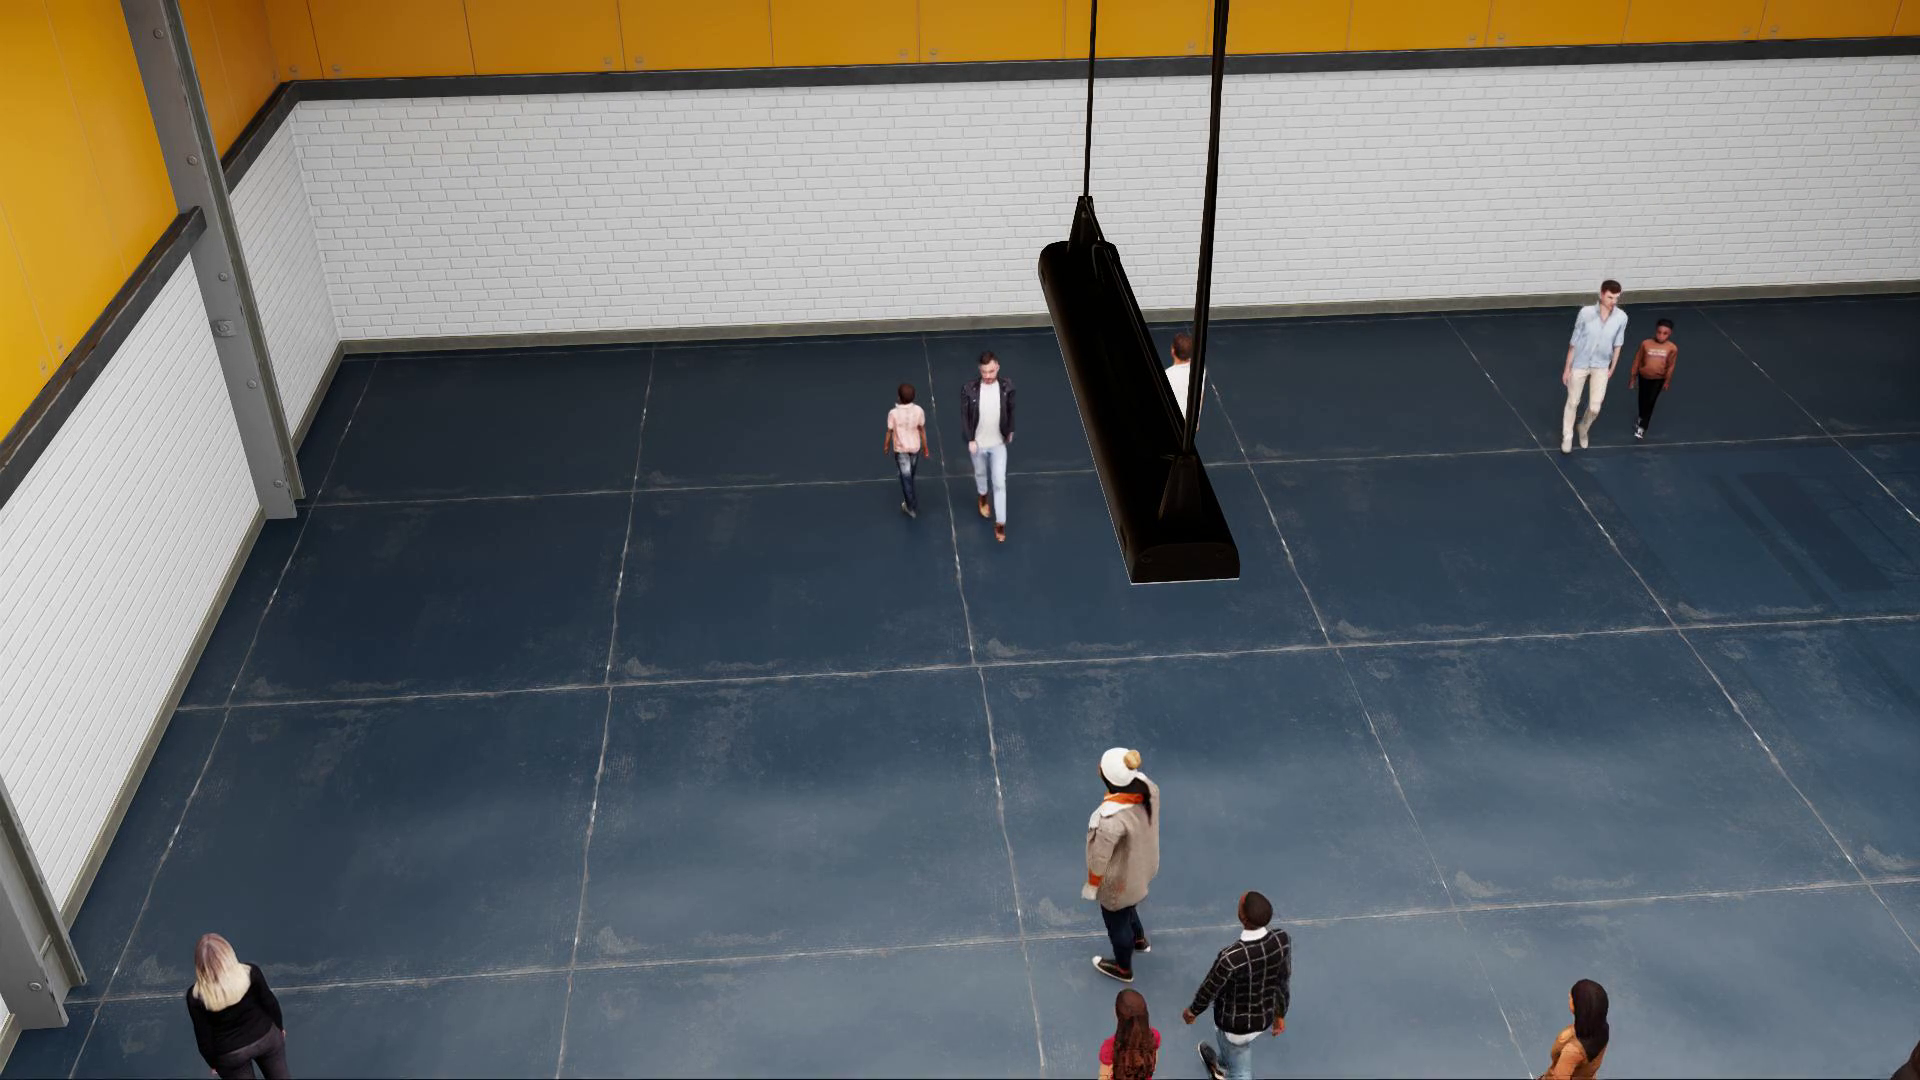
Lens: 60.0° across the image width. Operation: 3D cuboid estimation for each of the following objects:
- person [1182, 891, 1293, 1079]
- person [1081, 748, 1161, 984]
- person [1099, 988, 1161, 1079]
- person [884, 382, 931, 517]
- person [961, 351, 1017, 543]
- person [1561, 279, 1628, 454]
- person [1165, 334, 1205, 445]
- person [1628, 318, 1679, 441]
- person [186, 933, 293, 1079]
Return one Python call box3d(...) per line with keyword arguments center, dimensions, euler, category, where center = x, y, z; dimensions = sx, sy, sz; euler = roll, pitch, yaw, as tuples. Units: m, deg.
box3d(center=(1.667, 2.785, 9.444), dimensions=(0.935, 1.787, 1.122), euler=(-18, 38, -25), category="person")
box3d(center=(1.110, 2.062, 10.448), dimensions=(0.891, 1.880, 0.801), euler=(17, 37, 24), category="person")
box3d(center=(0.940, 3.116, 9.164), dimensions=(0.618, 1.546, 0.706), euler=(-9, 35, -14), category="person")
box3d(center=(-0.472, -0.819, 15.331), dimensions=(0.699, 1.273, 0.946), euler=(-13, 36, -18), category="person")
box3d(center=(0.230, -0.937, 15.035), dimensions=(0.666, 1.797, 1.156), euler=(-3, 34, -5), category="person")
box3d(center=(6.125, -1.729, 16.193), dimensions=(0.755, 1.834, 0.769), euler=(10, 35, 14), category="person")
box3d(center=(1.983, -1.016, 15.102), dimensions=(0.731, 1.854, 0.702), euler=(-15, 36, -21), category="person")
box3d(center=(6.931, -1.655, 16.629), dimensions=(0.824, 1.228, 0.932), euler=(19, 38, 26), category="person")
box3d(center=(-4.042, 2.867, 9.413), dimensions=(0.694, 1.685, 0.708), euler=(-23, 40, -31), category="person")
